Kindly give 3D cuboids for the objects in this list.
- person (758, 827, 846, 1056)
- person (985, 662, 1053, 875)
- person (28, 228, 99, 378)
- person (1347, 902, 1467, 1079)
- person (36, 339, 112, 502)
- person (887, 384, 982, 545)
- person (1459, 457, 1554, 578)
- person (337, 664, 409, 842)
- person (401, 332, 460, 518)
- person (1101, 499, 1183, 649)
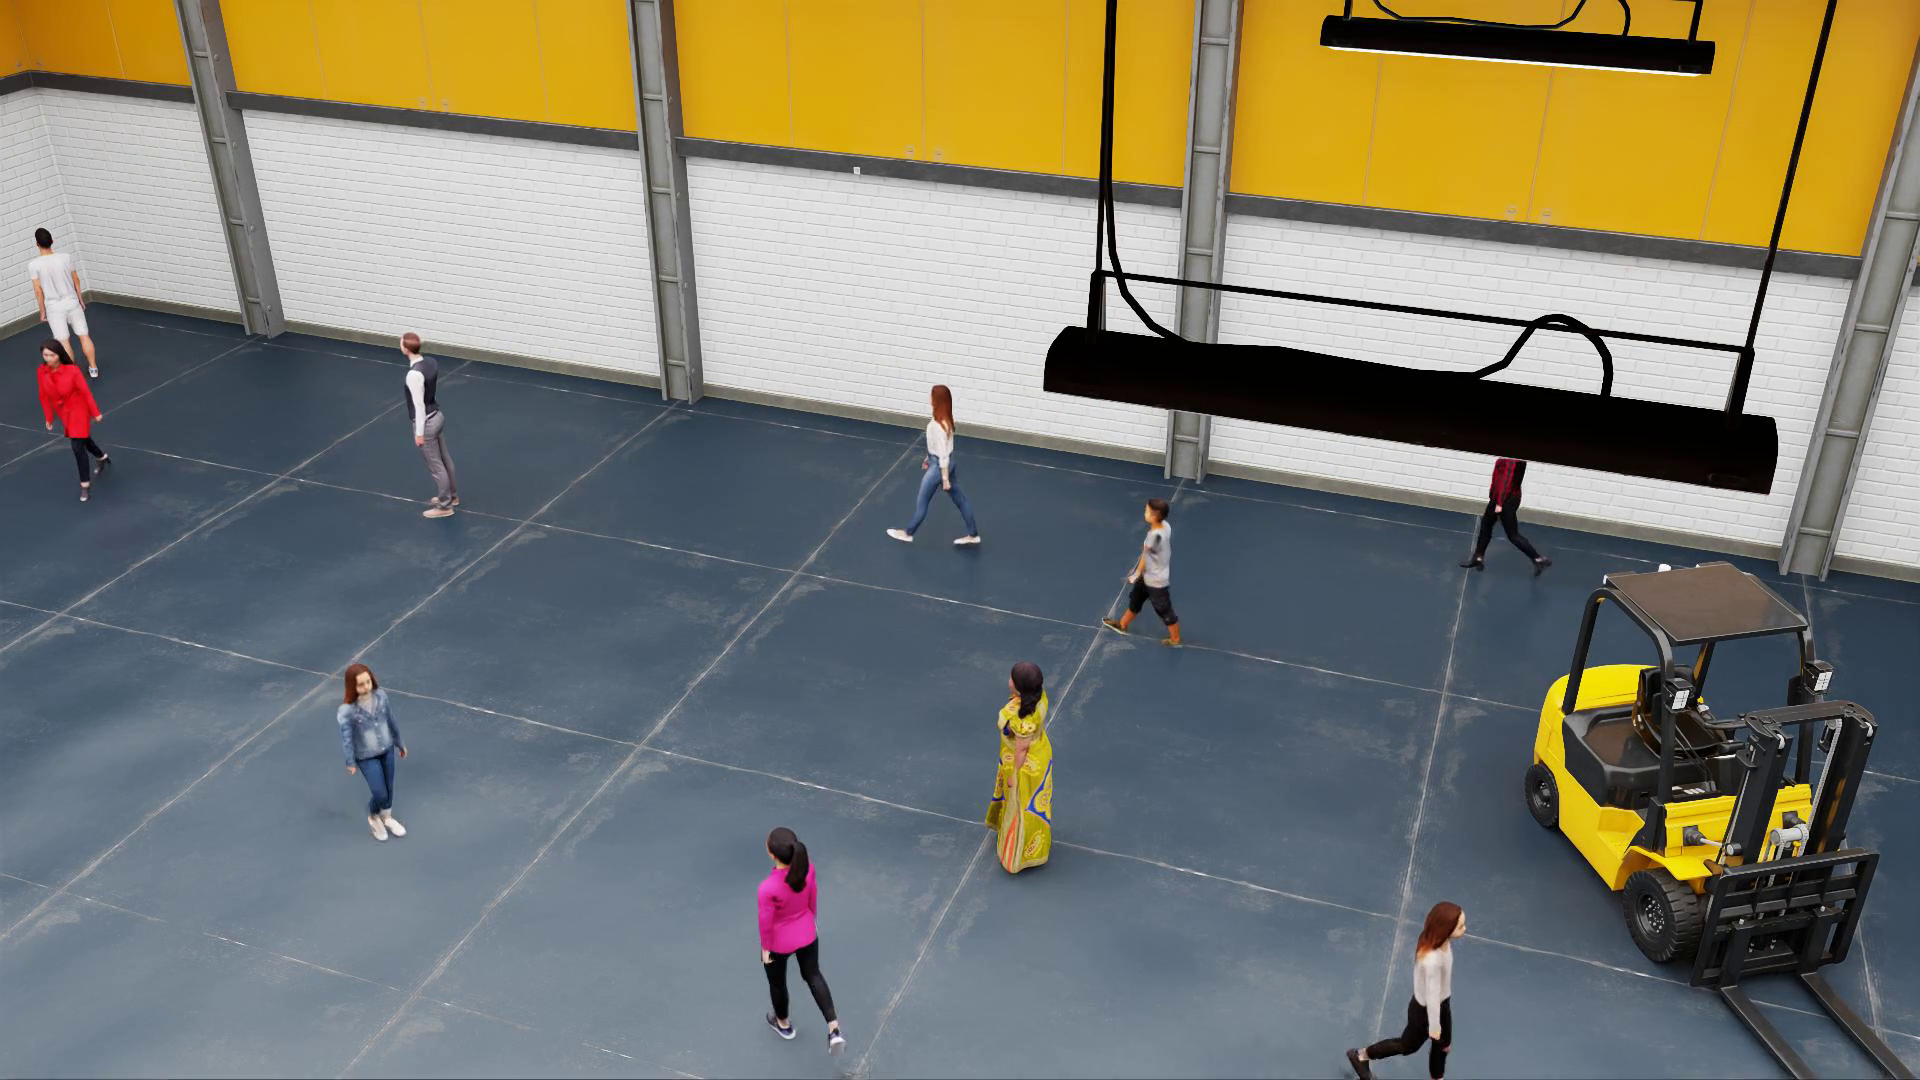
[{"bbox_3d":[-0.977,2.466,10.125,0.887,1.685,1.047,-22,35,-34],"label":"person"},{"bbox_3d":[0.463,1.568,11.798,0.814,1.661,0.887,6,29,11],"label":"person"},{"bbox_3d":[-10.537,-2.756,19.522,0.733,1.855,0.765,25,37,37],"label":"person"},{"bbox_3d":[2.699,2.742,9.852,0.972,1.462,0.608,13,31,23],"label":"person"},{"bbox_3d":[-9.028,-1.281,16.985,1.019,1.695,0.873,5,29,9],"label":"person"},{"bbox_3d":[-0.085,-0.674,15.885,1.156,1.682,0.676,6,29,11],"label":"person"},{"bbox_3d":[5.148,-0.364,15.375,1.024,1.627,0.574,10,30,17],"label":"person"},{"bbox_3d":[-4.305,1.515,12.097,0.591,1.468,0.614,18,33,29],"label":"person"},{"bbox_3d":[-5.275,-1.164,16.515,0.663,1.939,0.722,1,29,2],"label":"person"},{"bbox_3d":[1.758,0.274,14.414,0.964,1.426,0.586,9,30,16],"label":"person"}]
